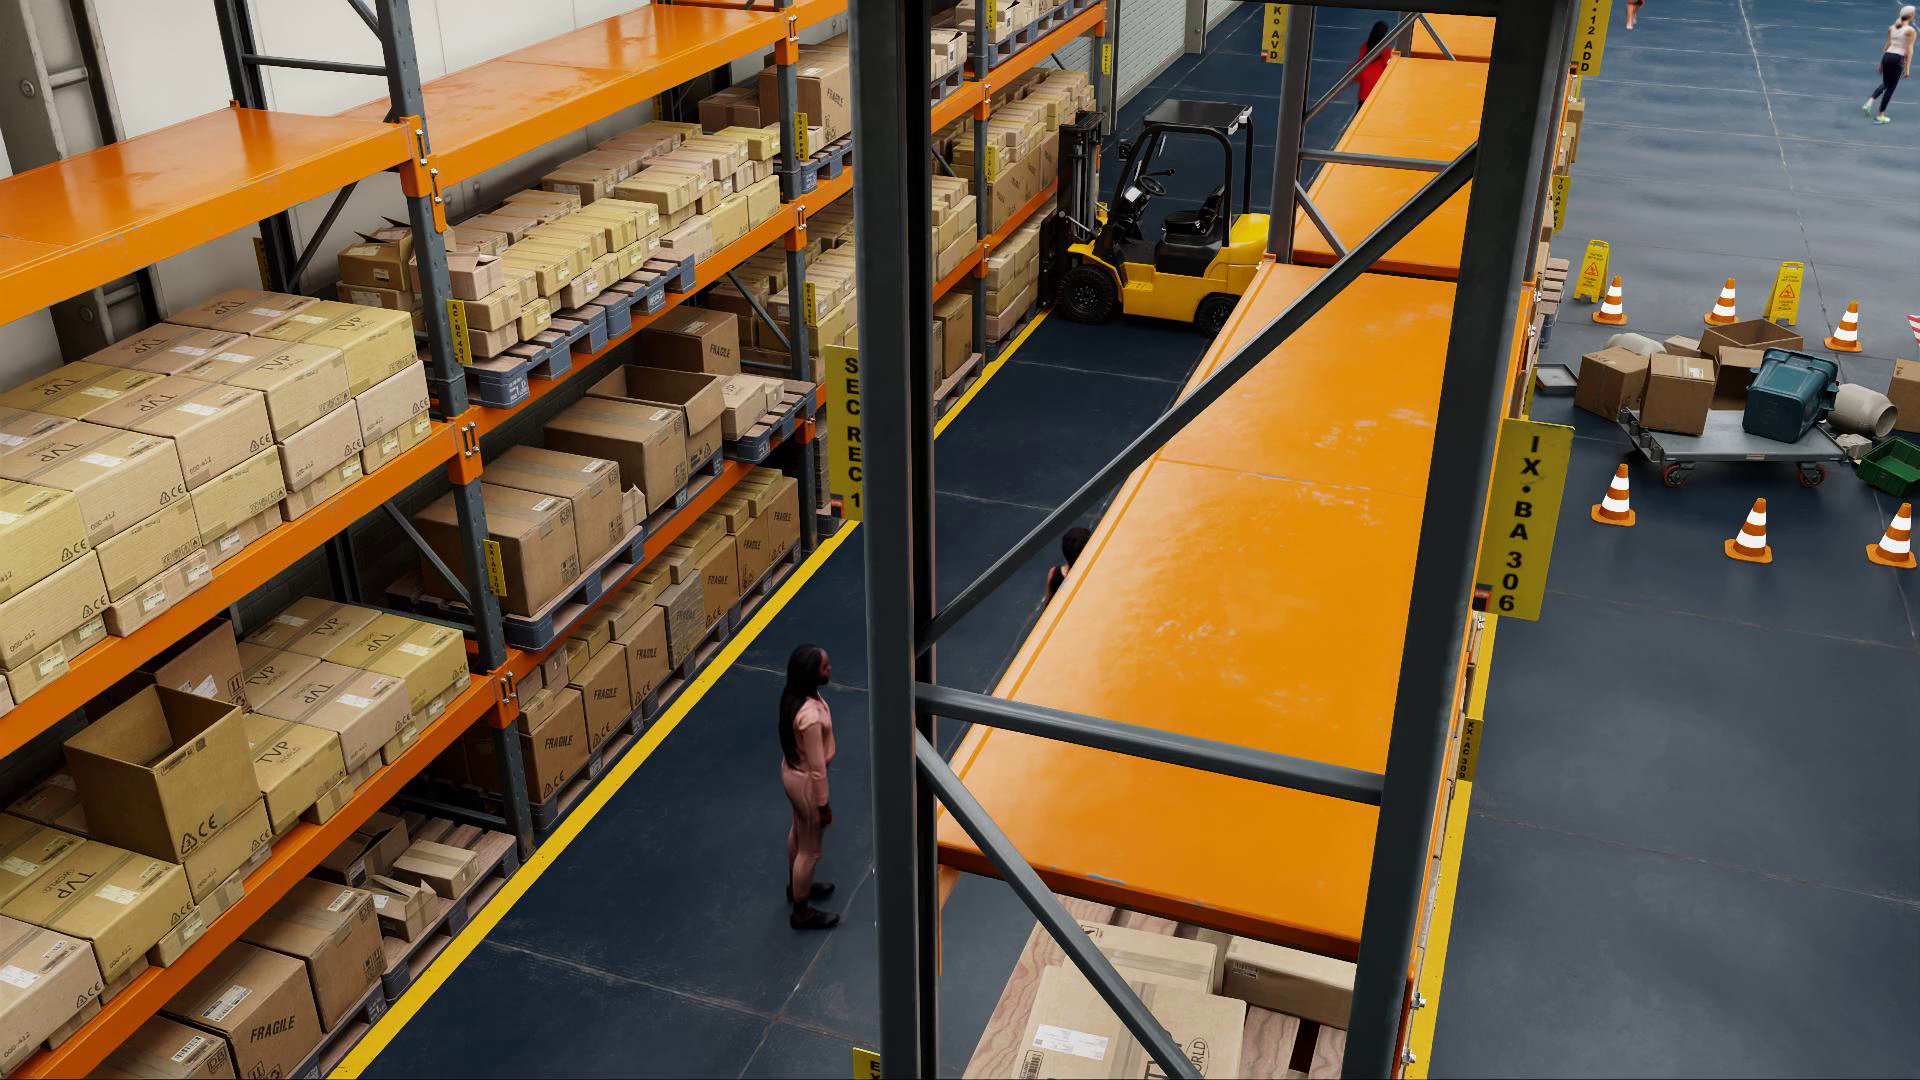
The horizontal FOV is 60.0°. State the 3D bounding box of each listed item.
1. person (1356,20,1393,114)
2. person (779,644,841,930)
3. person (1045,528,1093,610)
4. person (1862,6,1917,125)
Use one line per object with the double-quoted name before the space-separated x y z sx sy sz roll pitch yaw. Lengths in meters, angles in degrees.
"person" 5.750 -6.363 23.272 0.645 1.732 0.919 8 29 15
"person" -0.821 1.311 8.879 0.748 1.717 0.632 -5 28 -9
"person" 0.666 0.656 10.306 0.649 1.532 0.855 15 32 27
"person" 13.653 -6.968 24.455 0.839 1.689 0.785 -10 29 -17
